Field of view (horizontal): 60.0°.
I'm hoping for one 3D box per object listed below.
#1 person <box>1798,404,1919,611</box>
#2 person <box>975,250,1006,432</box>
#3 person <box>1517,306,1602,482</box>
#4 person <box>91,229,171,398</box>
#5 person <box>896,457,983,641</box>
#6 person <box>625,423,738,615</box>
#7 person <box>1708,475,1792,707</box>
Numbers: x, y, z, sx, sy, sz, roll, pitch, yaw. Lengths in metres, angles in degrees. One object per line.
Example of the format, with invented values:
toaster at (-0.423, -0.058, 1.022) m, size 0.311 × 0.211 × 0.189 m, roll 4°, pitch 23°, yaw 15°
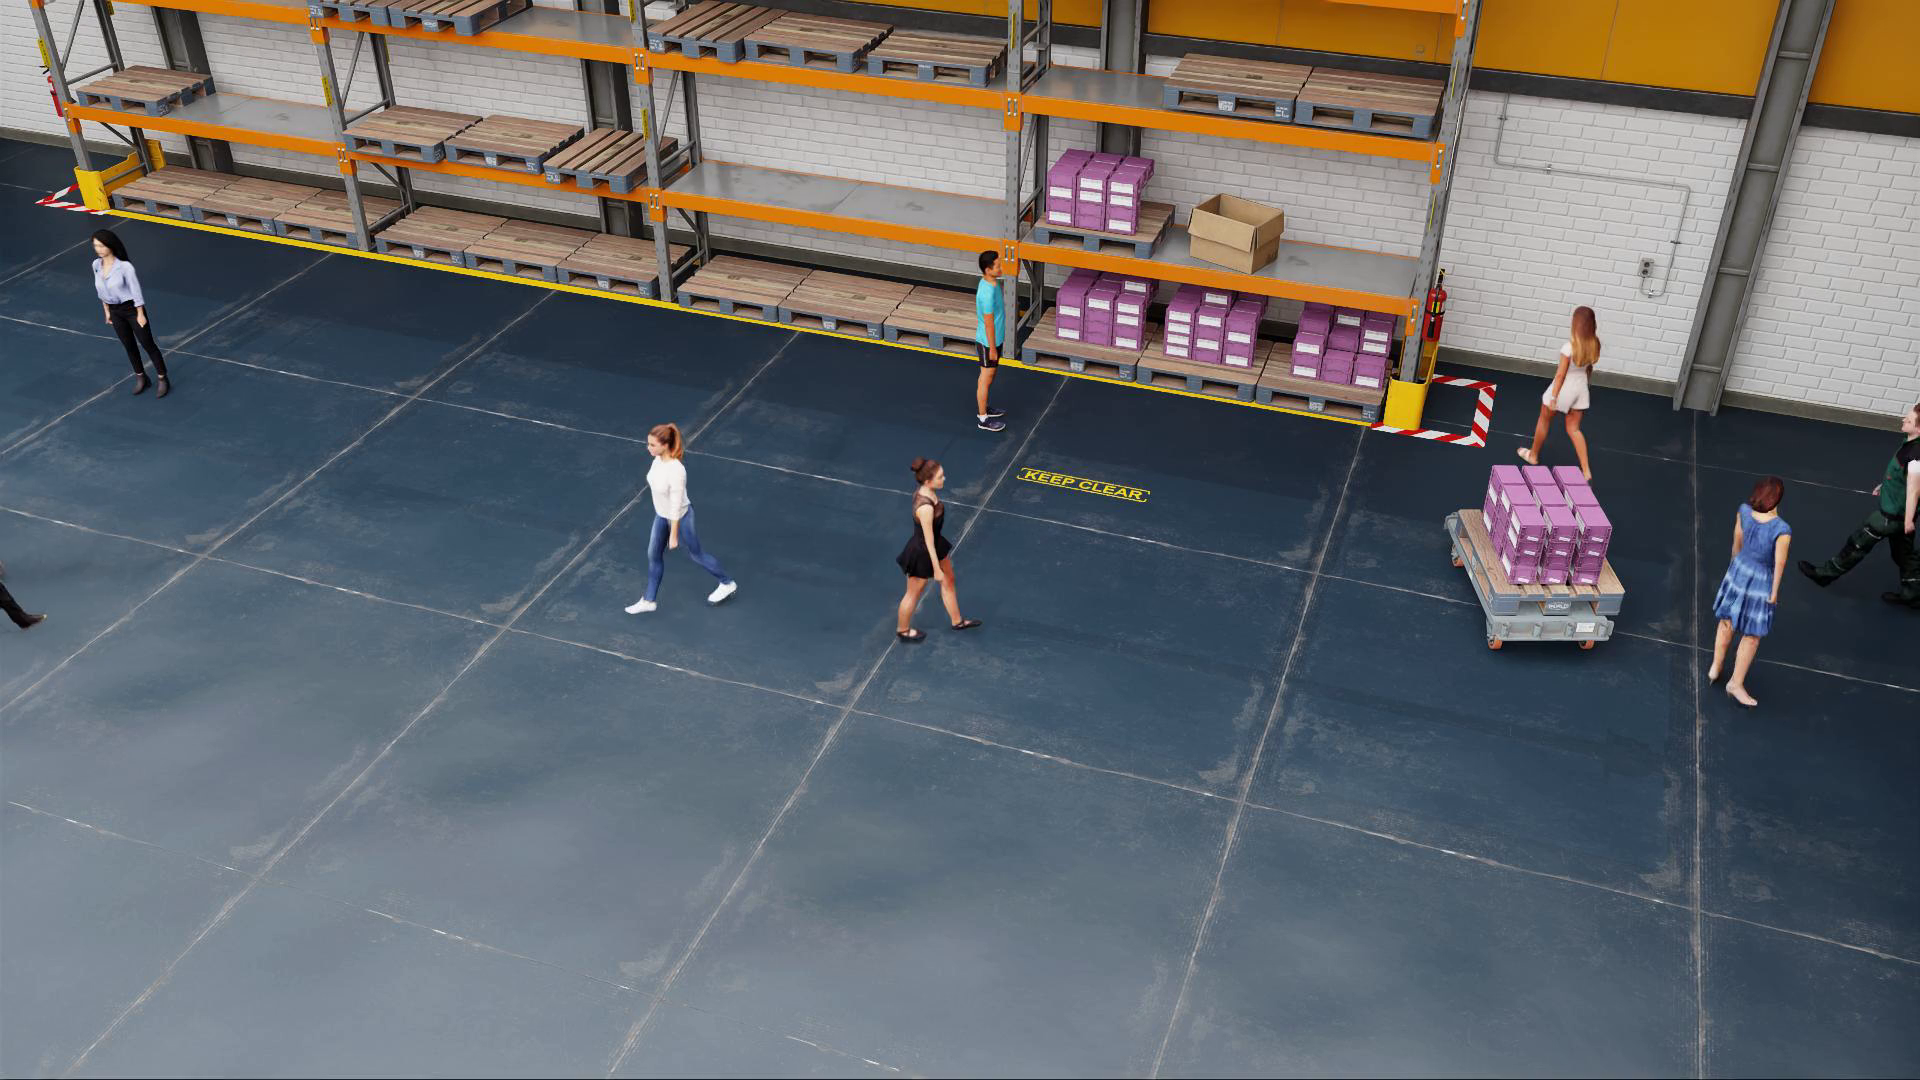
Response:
person at (7.506, -0.217, 13.152) m, size 1.253 × 1.784 × 0.895 m, roll 24°, pitch 40°, yaw 31°
person at (0.269, -1.895, 15.684) m, size 0.621 × 1.776 × 0.670 m, roll 2°, pitch 34°, yaw 3°
person at (5.482, -1.263, 14.833) m, size 1.058 × 1.666 × 1.081 m, roll -11°, pitch 35°, yaw -17°
person at (-8.092, -2.209, 16.186) m, size 0.526 × 1.743 × 0.722 m, roll 8°, pitch 34°, yaw 11°
person at (-0.345, 0.096, 12.800) m, size 0.980 × 1.652 × 0.763 m, roll 2°, pitch 34°, yaw 2°
person at (-2.159, -0.159, 13.165) m, size 1.151 × 1.674 × 1.143 m, roll -18°, pitch 38°, yaw -25°
person at (5.841, 0.372, 12.264) m, size 0.891 × 1.786 × 0.851 m, roll -7°, pitch 34°, yaw -10°
